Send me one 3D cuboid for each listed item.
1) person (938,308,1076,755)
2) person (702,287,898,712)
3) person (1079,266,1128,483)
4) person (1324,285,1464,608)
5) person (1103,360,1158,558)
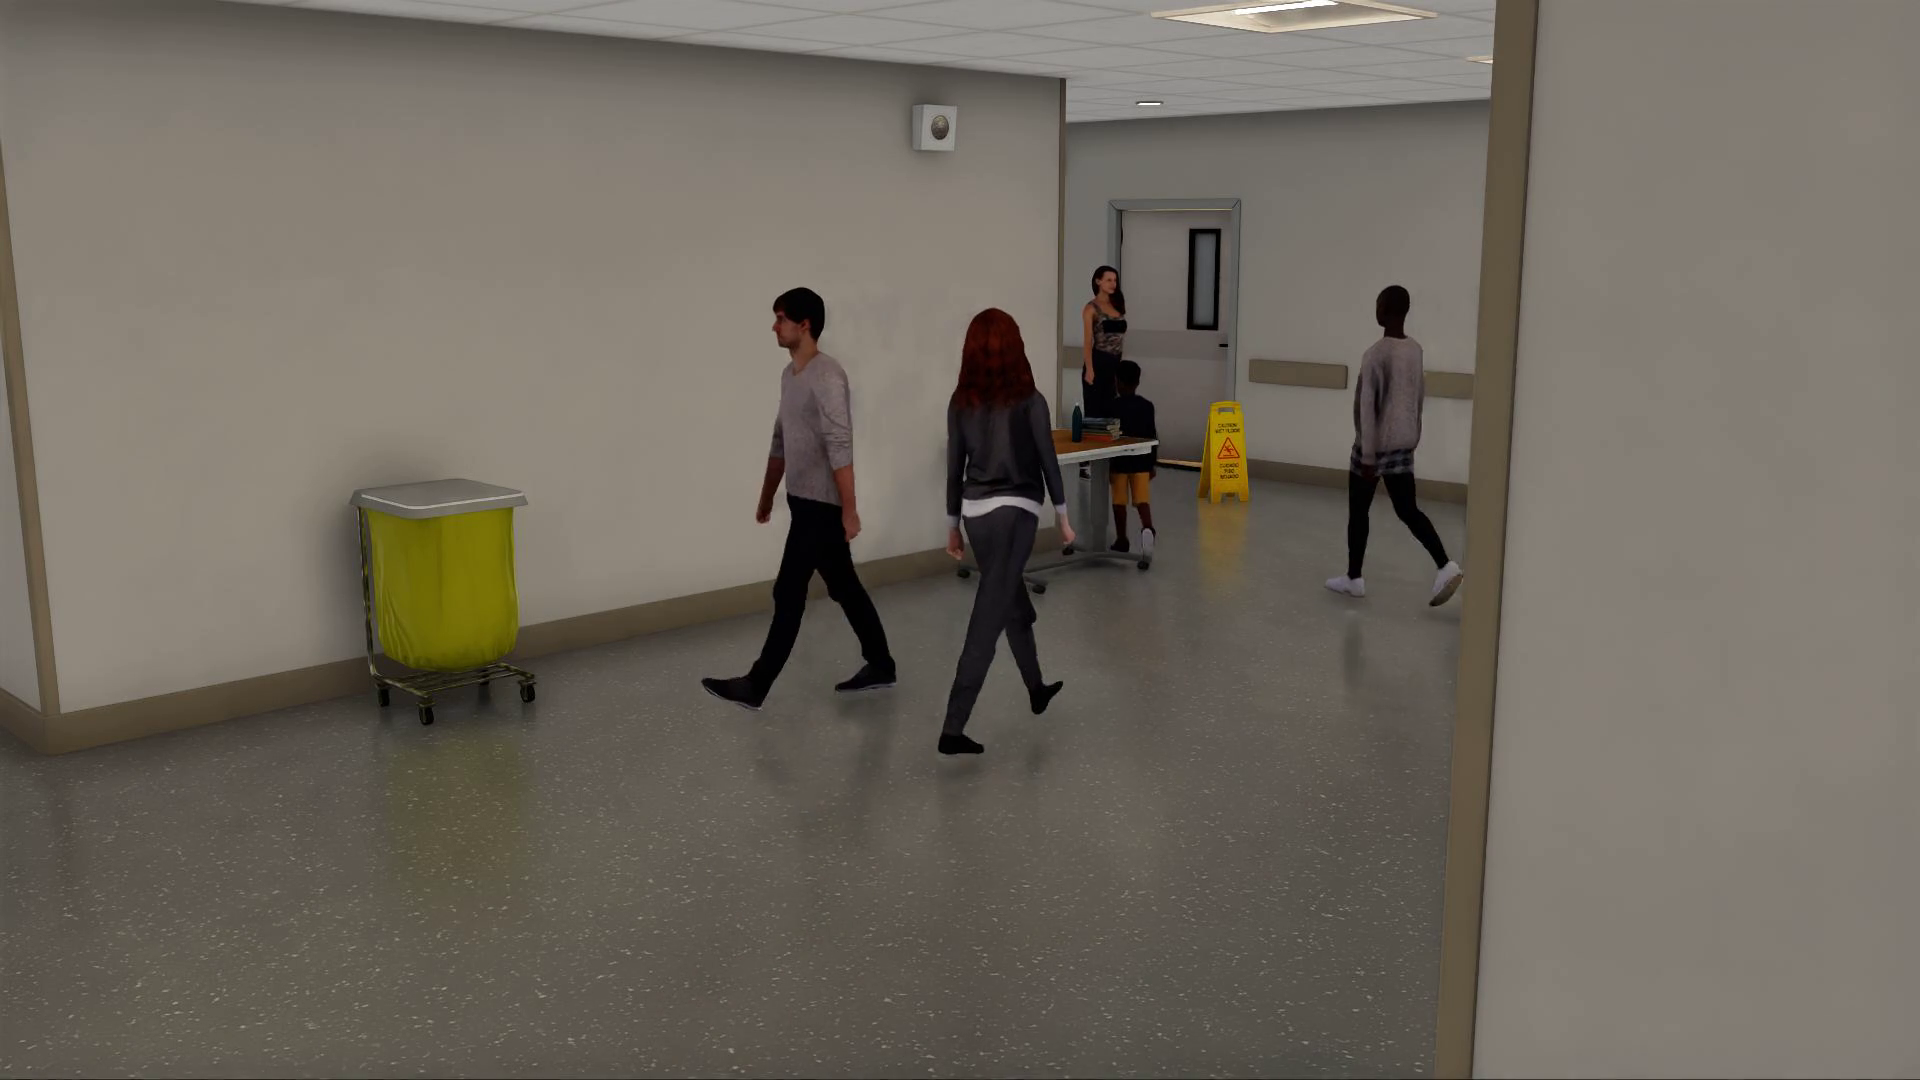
[{"bbox_3d":[0.116,0.023,6.505,1.197,1.715,0.823,7,13,33],"label":"person"},{"bbox_3d":[-0.521,-0.149,7.190,1.074,1.797,1.204,-4,12,-22],"label":"person"},{"bbox_3d":[1.169,-1.383,13.768,0.532,1.769,0.598,10,15,43],"label":"person"},{"bbox_3d":[2.413,-0.485,9.096,0.777,1.746,1.179,-7,13,-33],"label":"person"},{"bbox_3d":[1.076,-0.484,10.412,0.737,1.254,0.871,-3,11,-14],"label":"person"}]
